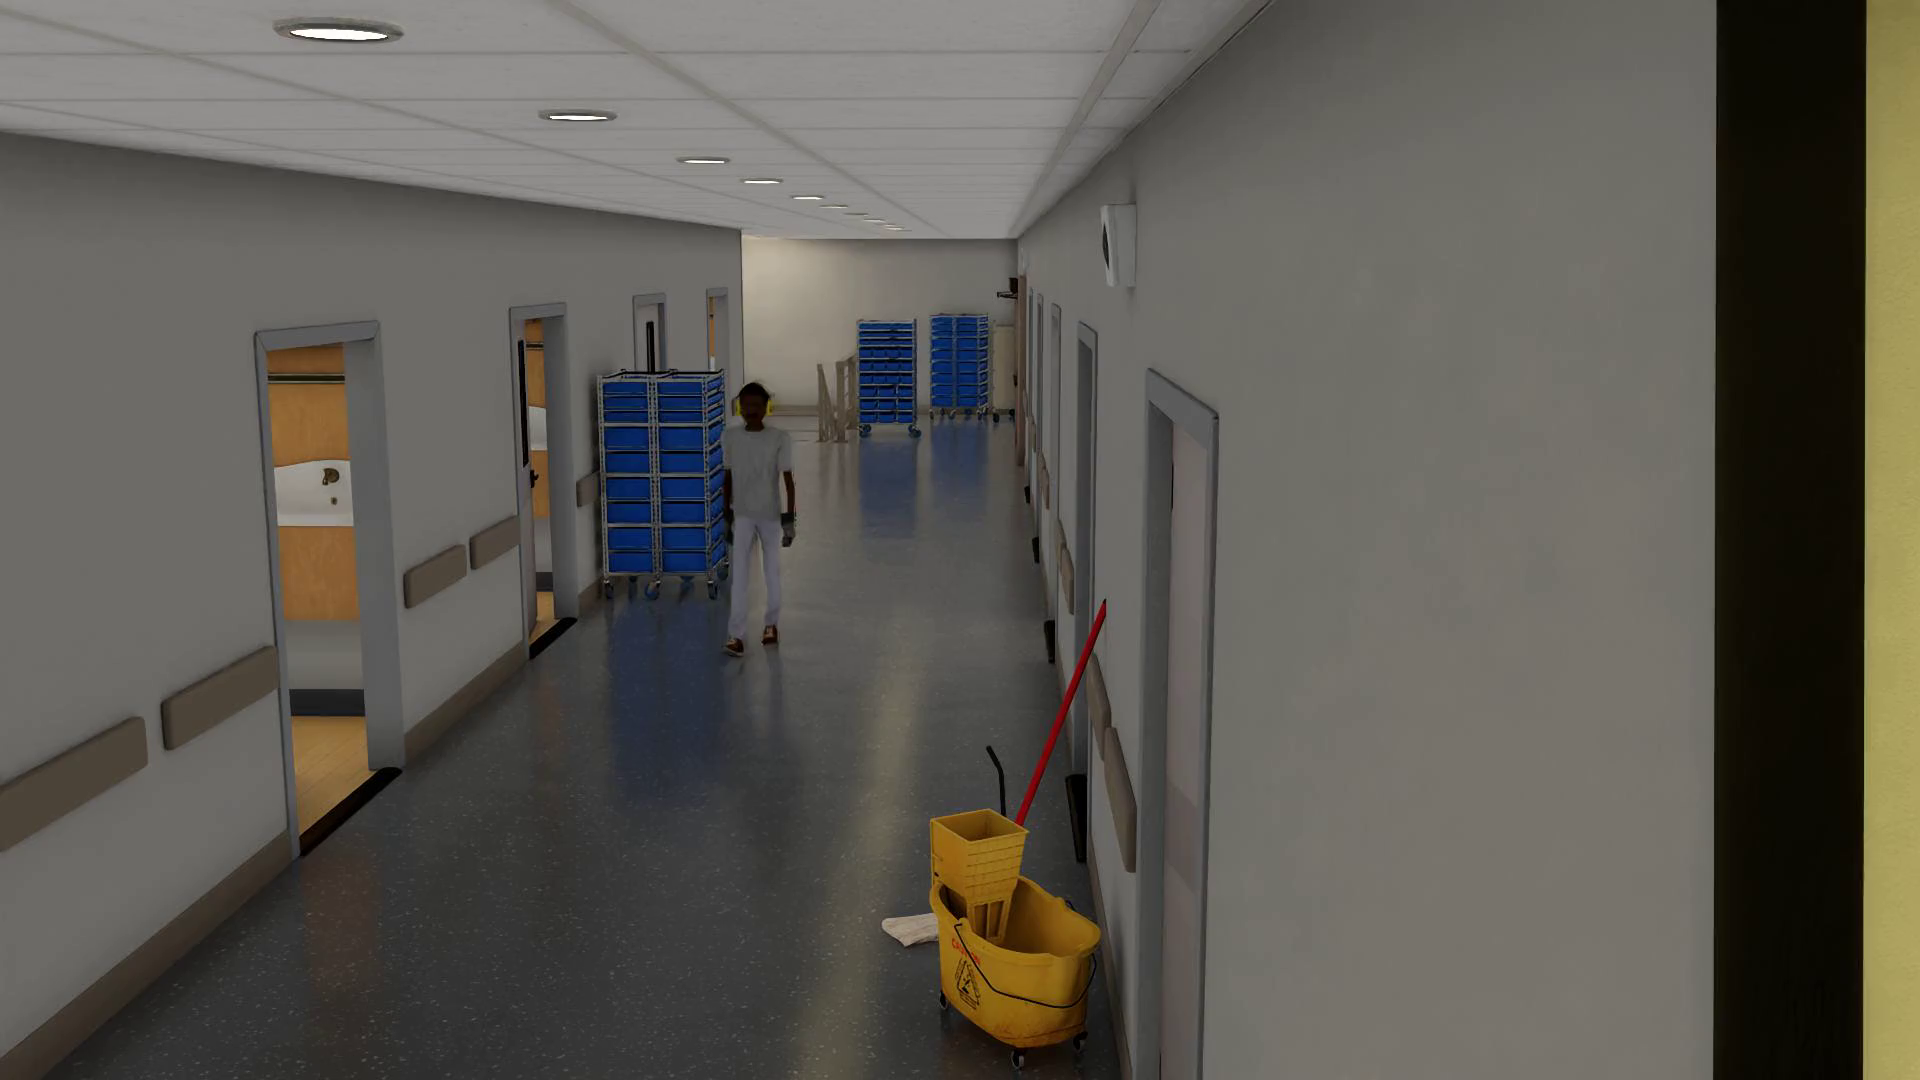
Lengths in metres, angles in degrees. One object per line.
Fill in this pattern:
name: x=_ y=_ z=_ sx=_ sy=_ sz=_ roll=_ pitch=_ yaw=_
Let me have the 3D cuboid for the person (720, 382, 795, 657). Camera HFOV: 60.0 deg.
person: x=-1.362 y=-0.132 z=11.113 sx=0.541 sy=1.818 sz=0.944 roll=1 pitch=10 yaw=4
